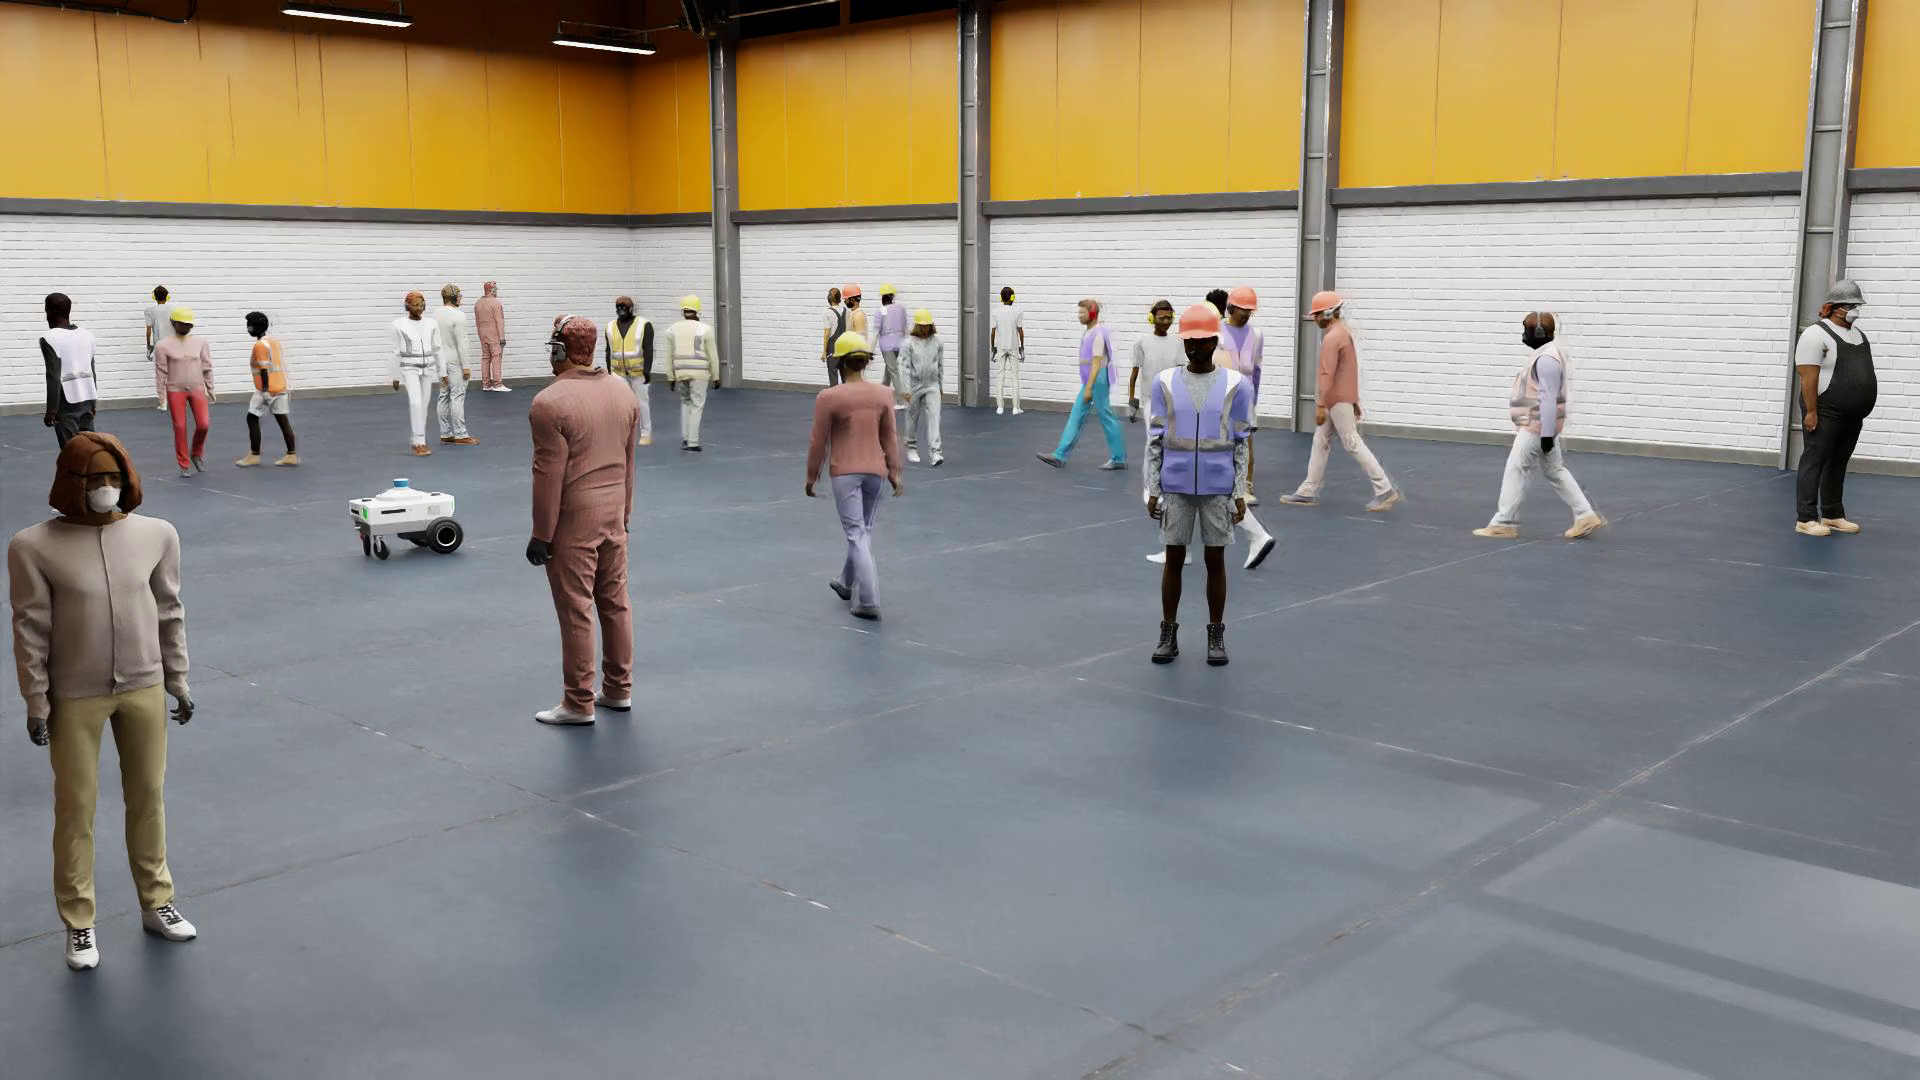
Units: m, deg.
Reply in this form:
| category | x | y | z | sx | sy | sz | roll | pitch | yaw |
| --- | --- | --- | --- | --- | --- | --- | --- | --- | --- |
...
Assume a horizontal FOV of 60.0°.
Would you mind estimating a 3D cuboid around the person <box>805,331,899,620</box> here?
| category | x | y | z | sx | sy | sz | roll | pitch | yaw |
| --- | --- | --- | --- | --- | --- | --- | --- | --- | --- |
| person | -0.705 | -0.412 | 10.258 | 0.552 | 1.725 | 0.853 | -6 | 11 | -33 |

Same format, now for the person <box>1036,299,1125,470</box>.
| category | x | y | z | sx | sy | sz | roll | pitch | yaw |
| --- | --- | --- | --- | --- | --- | --- | --- | --- | --- |
| person | 1.312 | -1.610 | 17.434 | 0.964 | 1.788 | 0.599 | -2 | 9 | -12 |

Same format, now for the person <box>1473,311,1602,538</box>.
| category | x | y | z | sx | sy | sz | roll | pitch | yaw |
| --- | --- | --- | --- | --- | --- | --- | --- | --- | --- |
| person | 4.605 | -0.891 | 13.067 | 0.934 | 1.810 | 0.640 | 3 | 10 | 20 |

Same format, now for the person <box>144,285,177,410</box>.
| category | x | y | z | sx | sy | sz | roll | pitch | yaw |
| --- | --- | --- | --- | --- | --- | --- | --- | --- | --- |
| person | -11.969 | -2.886 | 25.025 | 0.521 | 1.873 | 0.335 | -5 | 10 | -27 |

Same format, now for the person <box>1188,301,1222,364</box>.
| category | x | y | z | sx | sy | sz | roll | pitch | yaw |
| --- | --- | --- | --- | --- | --- | --- | --- | --- | --- |
| person | 2.430 | -1.399 | 16.073 | 0.673 | 1.816 | 0.604 | 1 | 9 | 6 |

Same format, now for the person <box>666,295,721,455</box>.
| category | x | y | z | sx | sy | sz | roll | pitch | yaw |
| --- | --- | --- | --- | --- | --- | --- | --- | --- | --- |
| person | -3.041 | -1.901 | 19.130 | 0.589 | 1.816 | 0.606 | 4 | 10 | 21 |

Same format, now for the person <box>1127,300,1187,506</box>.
| category | x | y | z | sx | sy | sz | roll | pitch | yaw |
| --- | --- | --- | --- | --- | --- | --- | --- | --- | --- |
| person | 1.811 | -1.218 | 14.885 | 0.528 | 1.843 | 0.610 | -3 | 10 | -16 |

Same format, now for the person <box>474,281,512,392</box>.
| category | x | y | z | sx | sy | sz | roll | pitch | yaw |
| --- | --- | --- | --- | --- | --- | --- | --- | --- | --- |
| person | -8.071 | -3.511 | 28.747 | 0.639 | 1.911 | 0.406 | 7 | 11 | 35 |

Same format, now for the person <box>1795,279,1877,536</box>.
| category | x | y | z | sx | sy | sz | roll | pitch | yaw |
| --- | --- | --- | --- | --- | --- | --- | --- | --- | --- |
| person | 7.026 | -1.056 | 13.287 | 0.684 | 2.000 | 0.538 | -5 | 11 | -29 |

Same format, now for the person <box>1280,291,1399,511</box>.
| category | x | y | z | sx | sy | sz | roll | pitch | yaw |
| --- | --- | --- | --- | --- | --- | --- | --- | --- | --- |
| person | 3.399 | -1.223 | 14.670 | 1.042 | 1.937 | 0.650 | 4 | 10 | 22 |

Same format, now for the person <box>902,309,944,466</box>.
| category | x | y | z | sx | sy | sz | roll | pitch | yaw |
| --- | --- | --- | --- | --- | --- | --- | --- | --- | --- |
| person | -0.393 | -1.645 | 17.987 | 0.511 | 1.683 | 0.967 | -3 | 10 | -16 |

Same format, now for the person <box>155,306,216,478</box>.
| category | x | y | z | sx | sy | sz | roll | pitch | yaw |
| --- | --- | --- | --- | --- | --- | --- | --- | --- | --- |
| person | -7.874 | -1.502 | 16.915 | 0.559 | 1.742 | 0.362 | -7 | 11 | -35 |

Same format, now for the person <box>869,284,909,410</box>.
| category | x | y | z | sx | sy | sz | roll | pitch | yaw |
| --- | --- | --- | --- | --- | --- | --- | --- | --- | --- |
| person | -1.119 | -2.902 | 25.050 | 0.959 | 1.883 | 0.597 | 9 | 13 | 44 |

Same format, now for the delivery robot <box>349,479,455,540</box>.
| category | x | y | z | sx | sy | sz | roll | pitch | yaw |
| --- | --- | --- | --- | --- | --- | --- | --- | --- | --- |
| delivery robot | -4.150 | -0.213 | 12.372 | 0.707 | 0.478 | 0.477 | -7 | 12 | -37 |

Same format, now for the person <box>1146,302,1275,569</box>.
| category | x | y | z | sx | sy | sz | roll | pitch | yaw |
| --- | --- | --- | --- | --- | --- | --- | --- | --- | --- |
| person | 1.793 | -0.730 | 11.756 | 0.890 | 1.895 | 0.597 | 6 | 11 | 32 |

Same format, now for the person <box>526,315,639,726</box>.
| category | x | y | z | sx | sy | sz | roll | pitch | yaw |
| --- | --- | --- | --- | --- | --- | --- | --- | --- | --- |
| person | -1.784 | -0.090 | 7.774 | 0.407 | 1.910 | 0.639 | 5 | 11 | 29 |

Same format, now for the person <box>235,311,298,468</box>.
| category | x | y | z | sx | sy | sz | roll | pitch | yaw |
| --- | --- | --- | --- | --- | --- | --- | --- | --- | --- |
| person | -7.445 | -1.591 | 17.690 | 0.723 | 1.666 | 0.548 | 0 | 9 | -2 |

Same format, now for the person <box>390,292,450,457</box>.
| category | x | y | z | sx | sy | sz | roll | pitch | yaw |
| --- | --- | --- | --- | --- | --- | --- | --- | --- | --- |
| person | -6.079 | -1.871 | 18.856 | 0.781 | 1.860 | 0.581 | 9 | 13 | 42 |

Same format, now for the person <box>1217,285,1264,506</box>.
| category | x | y | z | sx | sy | sz | roll | pitch | yaw |
| --- | --- | --- | --- | --- | --- | --- | --- | --- | --- |
| person | 2.458 | -1.330 | 15.205 | 0.603 | 1.991 | 0.986 | -2 | 9 | -12 |

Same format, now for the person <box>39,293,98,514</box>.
| category | x | y | z | sx | sy | sz | roll | pitch | yaw |
| --- | --- | --- | --- | --- | --- | --- | --- | --- | --- |
| person | -7.705 | -1.183 | 14.446 | 0.372 | 1.914 | 0.597 | 1 | 9 | 9 |

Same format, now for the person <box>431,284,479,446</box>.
| category | x | y | z | sx | sy | sz | roll | pitch | yaw |
| --- | --- | --- | --- | --- | --- | --- | --- | --- | --- |
| person | -6.095 | -2.095 | 19.969 | 0.629 | 1.940 | 0.379 | 7 | 12 | 39 |

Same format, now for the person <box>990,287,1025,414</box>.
| category | x | y | z | sx | sy | sz | roll | pitch | yaw |
| --- | --- | --- | --- | --- | --- | --- | --- | --- | --- |
| person | 0.697 | -2.761 | 24.312 | 0.519 | 1.857 | 0.326 | 2 | 9 | 10 |

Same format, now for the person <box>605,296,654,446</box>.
| category | x | y | z | sx | sy | sz | roll | pitch | yaw |
| --- | --- | --- | --- | --- | --- | --- | --- | --- | --- |
| person | -3.925 | -1.987 | 19.718 | 0.624 | 1.810 | 0.829 | 1 | 9 | 7 |

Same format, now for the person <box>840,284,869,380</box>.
| category | x | y | z | sx | sy | sz | roll | pitch | yaw |
| --- | --- | --- | --- | --- | --- | --- | --- | --- | --- |
| person | -1.372 | -2.364 | 21.653 | 0.374 | 1.928 | 0.542 | -1 | 9 | -5 |

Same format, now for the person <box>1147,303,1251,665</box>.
| category | x | y | z | sx | sy | sz | roll | pitch | yaw |
| --- | --- | --- | --- | --- | --- | --- | --- | --- | --- |
| person | 1.270 | -0.291 | 8.909 | 0.548 | 1.937 | 0.358 | 2 | 9 | 11 |

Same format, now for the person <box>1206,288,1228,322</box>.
| category | x | y | z | sx | sy | sz | roll | pitch | yaw |
| --- | --- | --- | --- | --- | --- | --- | --- | --- | --- |
| person | 2.718 | -1.612 | 17.060 | 0.615 | 1.930 | 0.948 | -3 | 10 | -15 |

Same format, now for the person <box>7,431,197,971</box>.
| category | x | y | z | sx | sy | sz | roll | pitch | yaw |
| --- | --- | --- | --- | --- | --- | --- | --- | --- | --- |
| person | -2.626 | 0.478 | 5.129 | 0.289 | 1.633 | 0.499 | 9 | 13 | 43 |

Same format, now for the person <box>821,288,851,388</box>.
| category | x | y | z | sx | sy | sz | roll | pitch | yaw |
| --- | --- | --- | --- | --- | --- | --- | --- | --- | --- |
| person | -1.825 | -2.791 | 24.522 | 0.506 | 1.845 | 0.342 | -8 | 12 | -41 |
